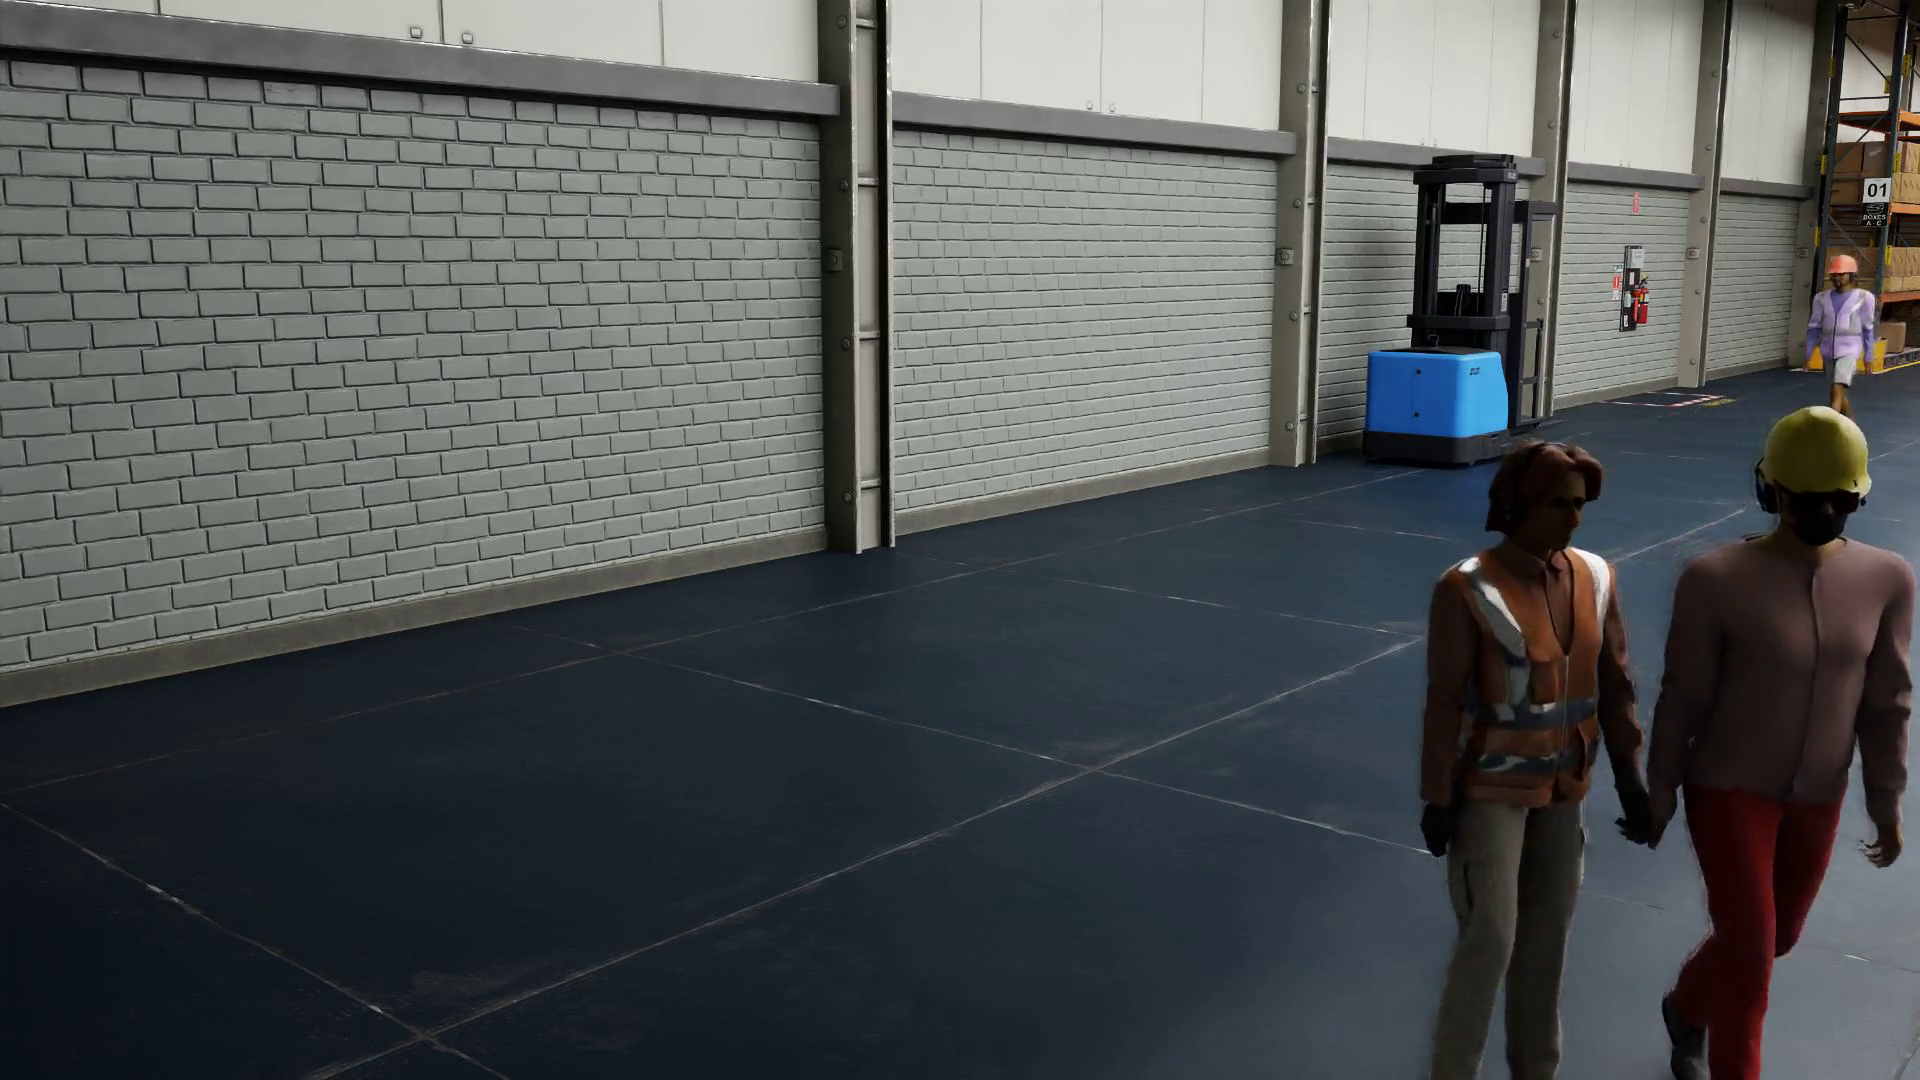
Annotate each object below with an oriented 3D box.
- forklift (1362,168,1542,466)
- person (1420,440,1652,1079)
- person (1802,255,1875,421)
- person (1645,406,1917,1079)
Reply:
[{"bbox_3d":[4.875,-2.212,16.287,1.129,2.768,1.873,8,13,40],"label":"forklift"},{"bbox_3d":[1.295,0.590,3.778,0.527,1.627,0.414,-5,11,-27],"label":"person"},{"bbox_3d":[9.129,-1.950,17.225,1.047,1.997,0.624,-7,12,-35],"label":"person"},{"bbox_3d":[1.798,0.536,3.779,0.523,1.724,0.757,-1,10,-6],"label":"person"}]
